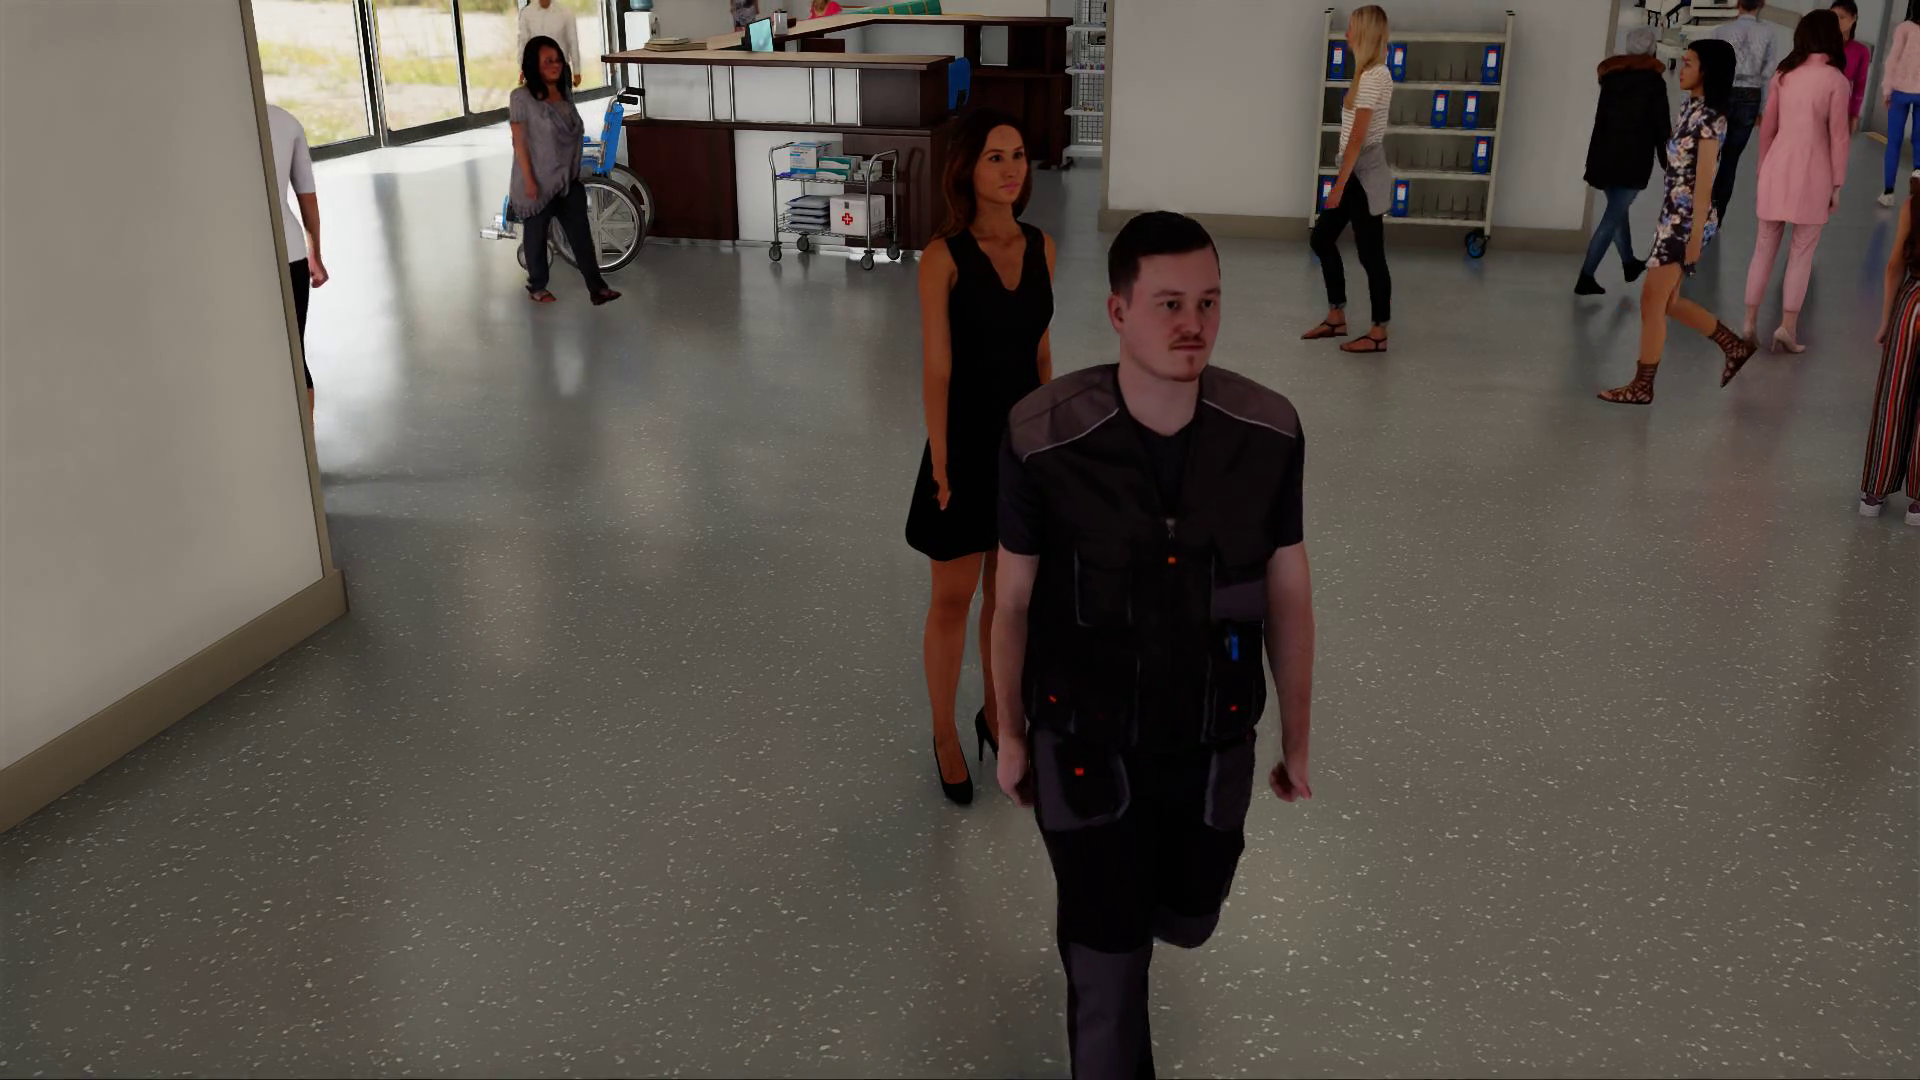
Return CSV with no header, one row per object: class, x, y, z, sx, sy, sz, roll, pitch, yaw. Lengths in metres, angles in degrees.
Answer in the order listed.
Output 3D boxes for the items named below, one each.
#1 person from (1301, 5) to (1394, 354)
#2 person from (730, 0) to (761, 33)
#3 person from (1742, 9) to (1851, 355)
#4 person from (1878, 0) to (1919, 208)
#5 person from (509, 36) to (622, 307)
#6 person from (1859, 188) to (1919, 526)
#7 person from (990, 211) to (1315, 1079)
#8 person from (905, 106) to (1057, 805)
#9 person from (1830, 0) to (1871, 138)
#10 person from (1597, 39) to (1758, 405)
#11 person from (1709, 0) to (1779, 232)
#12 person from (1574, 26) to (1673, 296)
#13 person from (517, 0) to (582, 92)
person,2.247,-1.878,8.834,0.734,1.808,0.671,1,21,4
person,-3.228,-7.929,24.792,0.523,1.822,0.695,2,21,5
person,4.467,-1.900,8.903,0.747,1.802,0.637,-18,27,-39
person,7.608,-3.519,13.253,0.824,1.748,0.754,7,22,19
person,-2.513,-2.177,9.960,1.067,1.570,0.877,16,26,37
person,3.773,-0.843,6.450,0.710,1.562,0.615,-18,27,-40
person,0.302,0.332,2.990,1.213,1.816,1.083,-3,21,-8
person,0.069,-0.188,4.335,0.666,1.835,0.708,-14,25,-33
person,6.305,-3.050,12.154,1.184,1.648,0.822,9,23,24
person,3.490,-1.451,7.838,0.967,1.716,0.667,3,21,7
person,5.721,-3.200,12.326,0.604,1.808,0.755,8,22,21
person,4.016,-2.263,10.162,1.107,1.589,1.063,-13,24,-30
person,-3.615,-4.108,14.776,1.058,1.771,0.899,0,21,1
